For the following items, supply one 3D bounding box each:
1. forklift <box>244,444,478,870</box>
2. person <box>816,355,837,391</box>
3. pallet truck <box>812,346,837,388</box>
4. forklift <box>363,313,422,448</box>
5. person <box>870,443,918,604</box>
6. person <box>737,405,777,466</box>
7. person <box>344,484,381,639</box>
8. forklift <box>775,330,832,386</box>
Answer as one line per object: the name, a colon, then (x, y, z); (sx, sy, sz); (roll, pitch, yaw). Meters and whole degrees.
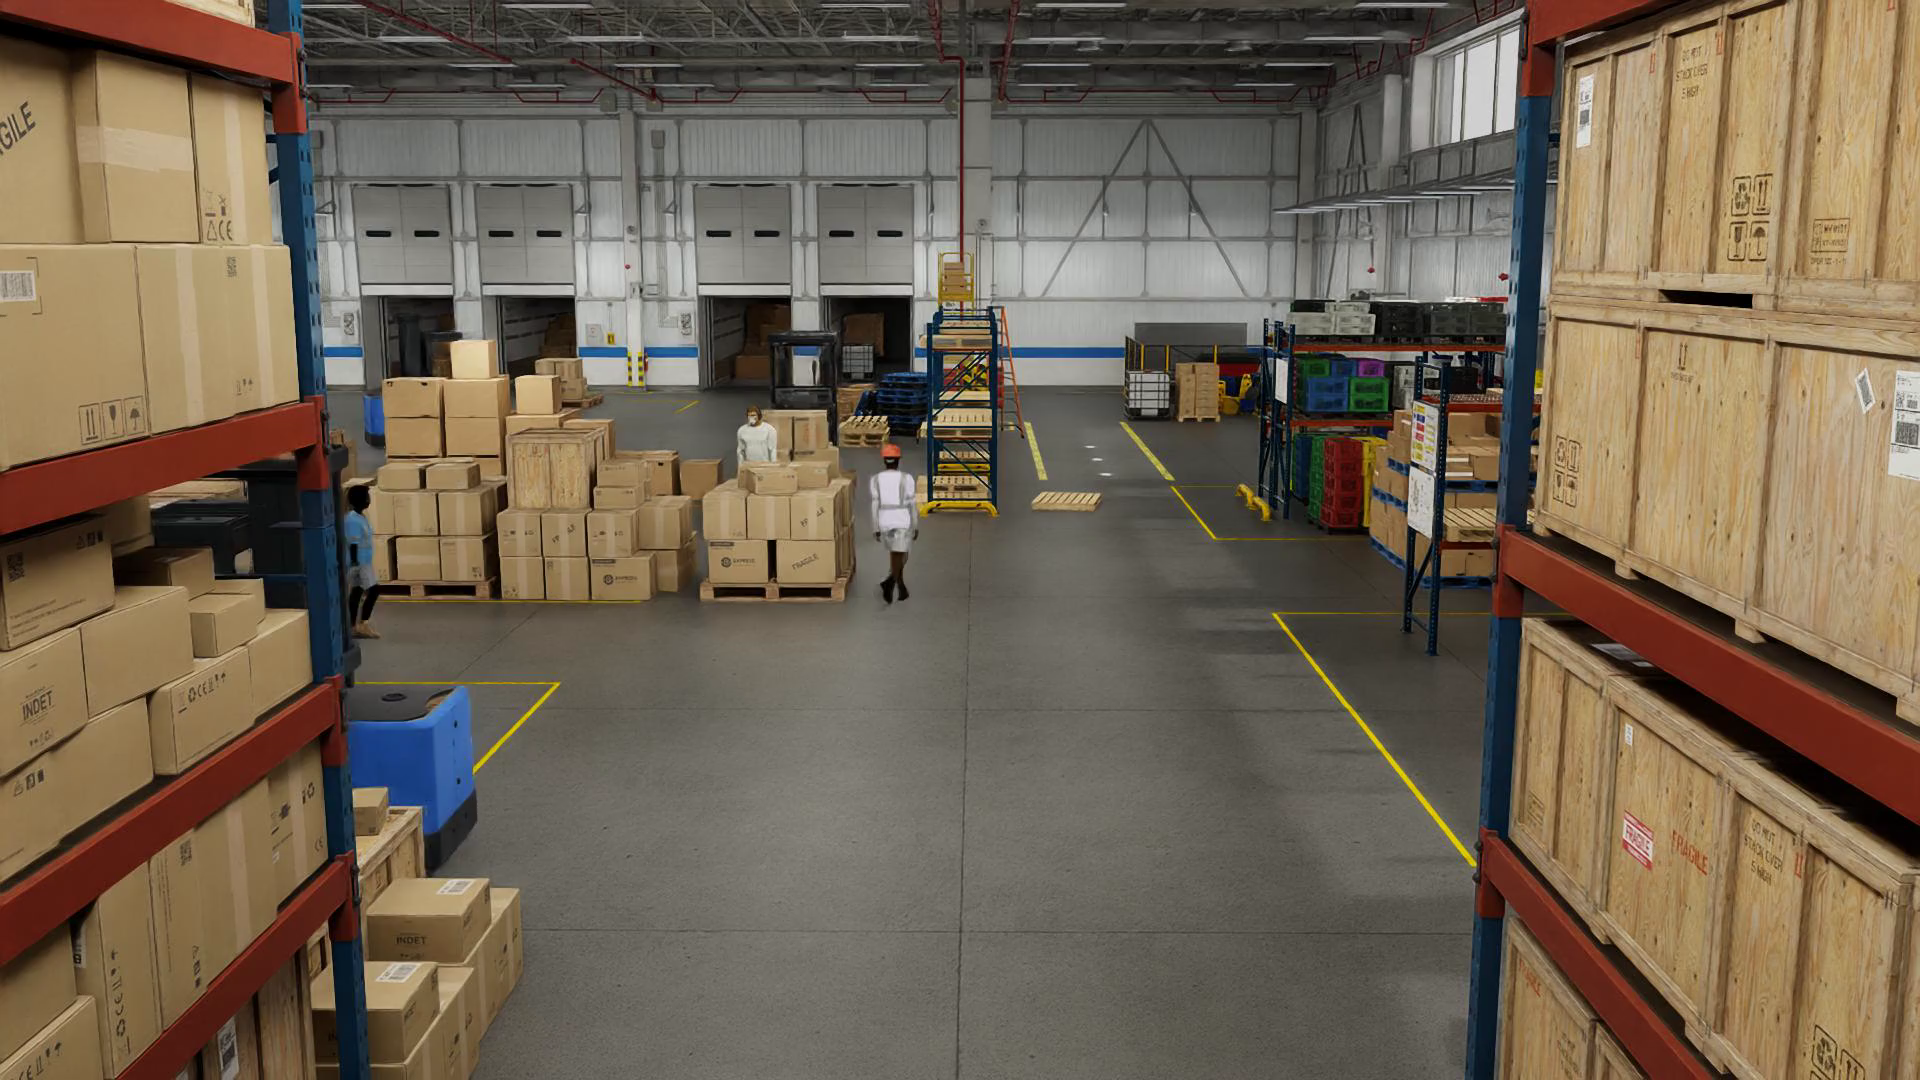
forklift: (-4.384, 0.772, 11.246); (1.873, 2.768, 1.129); (0, 10, -1)
person: (-3.259, -3.656, 40.363); (0.911, 1.637, 0.571); (8, 13, 39)
pallet truck: (-3.021, -4.312, 43.126); (1.885, 1.965, 0.823); (3, 10, 17)
forklift: (-11.744, -3.437, 35.529); (1.873, 2.768, 1.129); (-5, 11, -28)
person: (-0.804, -0.178, 19.576); (0.575, 1.898, 0.759); (3, 10, 15)
person: (-2.975, -1.028, 24.402); (0.629, 1.929, 0.362); (3, 10, 16)
person: (-6.367, 0.239, 17.744); (0.513, 1.678, 0.548); (-2, 10, -12)
forklift: (-2.607, -2.126, 27.965); (1.129, 2.768, 1.873); (0, 10, -3)
